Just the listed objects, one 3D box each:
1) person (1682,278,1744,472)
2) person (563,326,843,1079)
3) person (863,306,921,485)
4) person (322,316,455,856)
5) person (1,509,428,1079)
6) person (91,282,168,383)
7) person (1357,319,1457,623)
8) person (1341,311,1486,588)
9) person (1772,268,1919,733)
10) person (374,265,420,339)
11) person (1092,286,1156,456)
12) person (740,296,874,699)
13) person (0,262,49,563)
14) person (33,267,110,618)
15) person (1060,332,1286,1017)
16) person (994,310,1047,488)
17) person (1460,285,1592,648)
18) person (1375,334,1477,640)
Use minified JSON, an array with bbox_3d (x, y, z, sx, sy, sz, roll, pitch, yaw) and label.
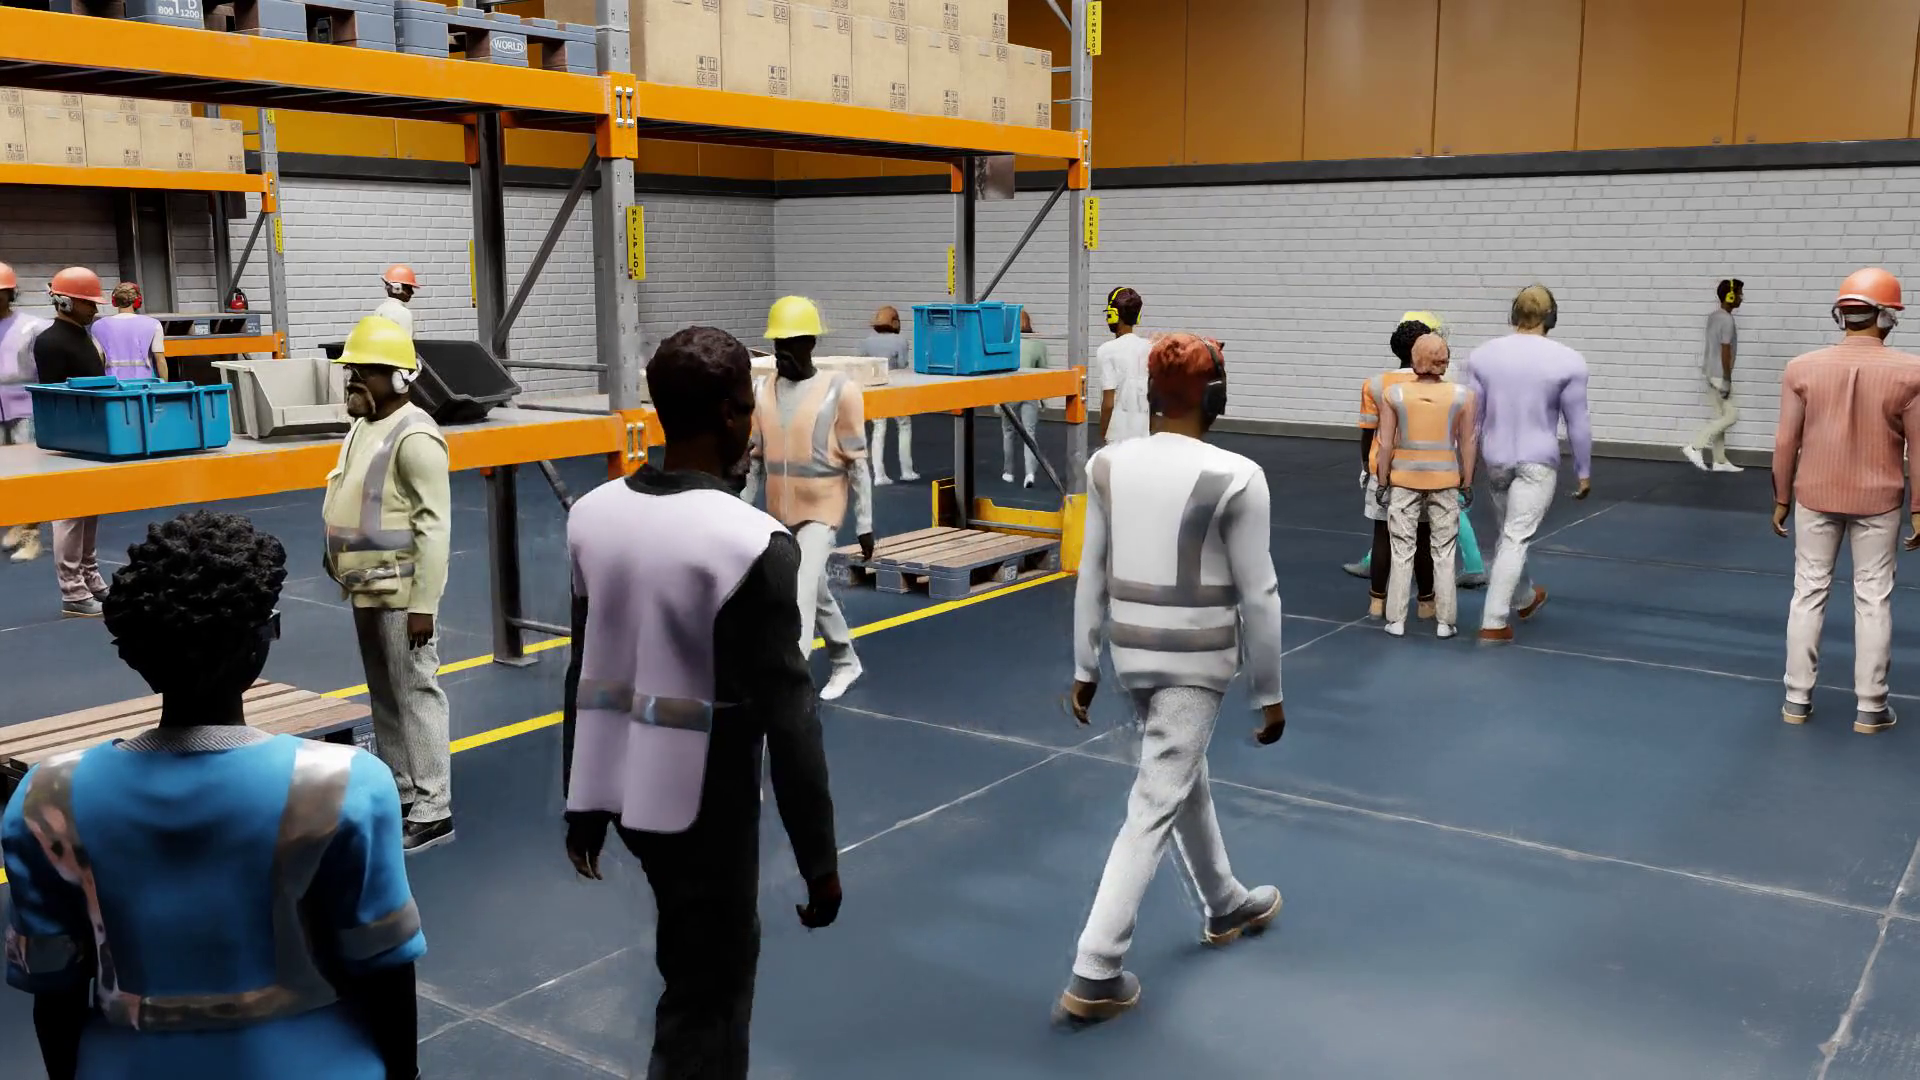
[{"bbox_3d":[7.264,-1.559,15.869,0.551,1.859,0.549,1,10,5],"label":"person"},{"bbox_3d":[-0.468,0.530,3.317,0.632,1.888,0.669,9,13,42],"label":"person"},{"bbox_3d":[-0.618,-1.312,15.112,0.516,1.602,0.681,5,11,29],"label":"person"},{"bbox_3d":[-1.964,0.156,5.713,0.404,1.836,0.600,-8,12,-40],"label":"person"},{"bbox_3d":[-0.985,0.803,2.281,0.532,1.697,0.319,-1,10,-5],"label":"person"},{"bbox_3d":[-7.000,-1.254,14.086,0.566,1.846,0.387,-2,10,-12],"label":"person"},{"bbox_3d":[2.498,-0.382,9.326,0.537,1.697,0.320,4,10,22],"label":"person"},{"bbox_3d":[2.890,-0.557,10.339,0.547,1.710,0.925,-9,13,-43],"label":"person"},{"bbox_3d":[3.850,-0.170,7.193,0.618,1.990,0.394,7,12,36],"label":"person"},{"bbox_3d":[-4.906,-1.409,14.594,0.402,1.985,0.613,-9,13,-42],"label":"person"},{"bbox_3d":[0.987,-0.582,10.014,0.530,1.869,0.311,-9,13,-41],"label":"person"},{"bbox_3d":[-0.681,-0.139,7.374,0.607,1.879,1.004,6,11,32],"label":"person"},{"bbox_3d":[-6.367,-0.848,11.151,0.606,2.029,0.509,-1,10,-8],"label":"person"},{"bbox_3d":[-5.023,-0.557,9.521,0.392,1.986,0.611,-2,10,-9],"label":"person"},{"bbox_3d":[0.609,0.349,4.593,1.014,1.830,0.591,-9,13,-43],"label":"person"},{"bbox_3d":[0.549,-1.269,14.930,0.516,1.591,0.856,-1,10,-7],"label":"person"},{"bbox_3d":[3.057,-0.403,8.889,0.647,1.885,1.009,8,13,40],"label":"person"},{"bbox_3d":[2.486,-0.279,8.899,0.524,1.636,0.308,2,10,13],"label":"person"}]
